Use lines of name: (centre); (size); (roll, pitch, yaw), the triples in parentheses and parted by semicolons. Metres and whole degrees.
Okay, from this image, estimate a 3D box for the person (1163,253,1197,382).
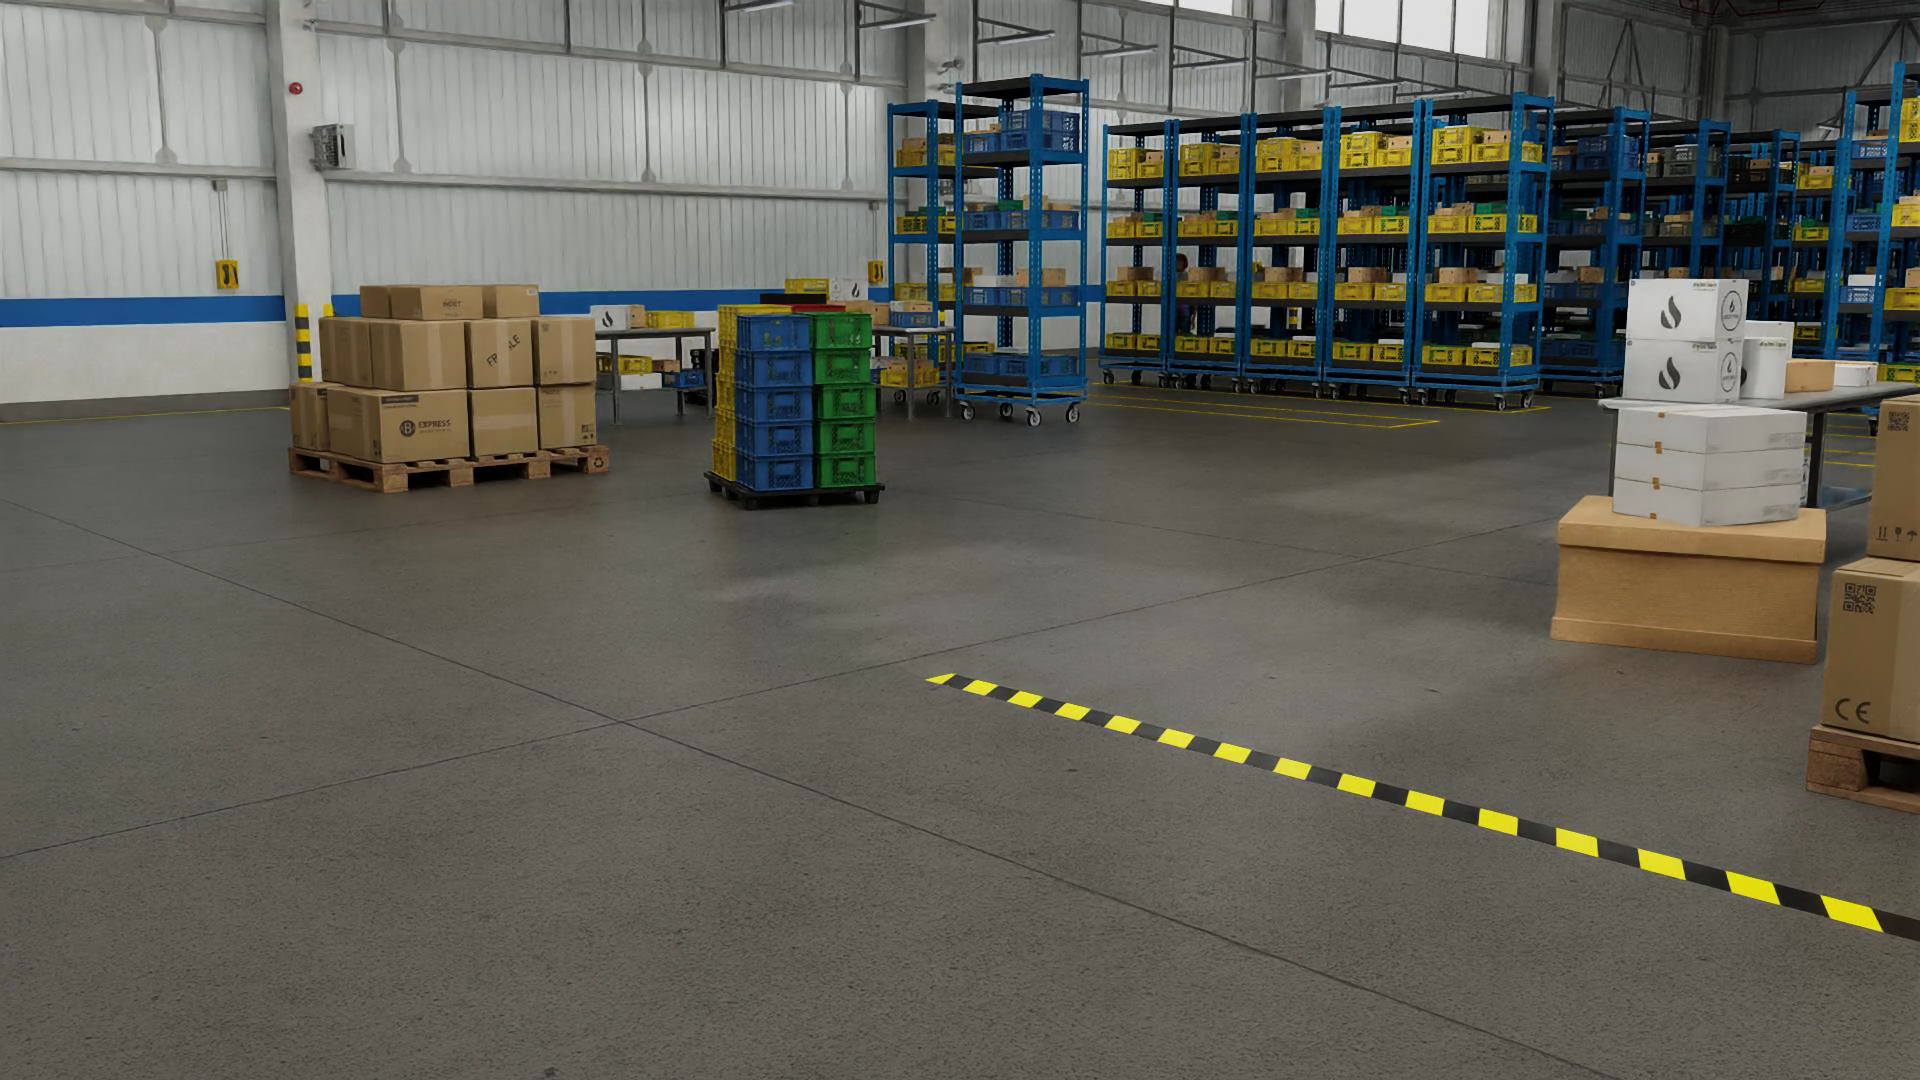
person: (3.173, -3.215, 24.037); (0.566, 1.850, 0.389); (7, 11, 35)
